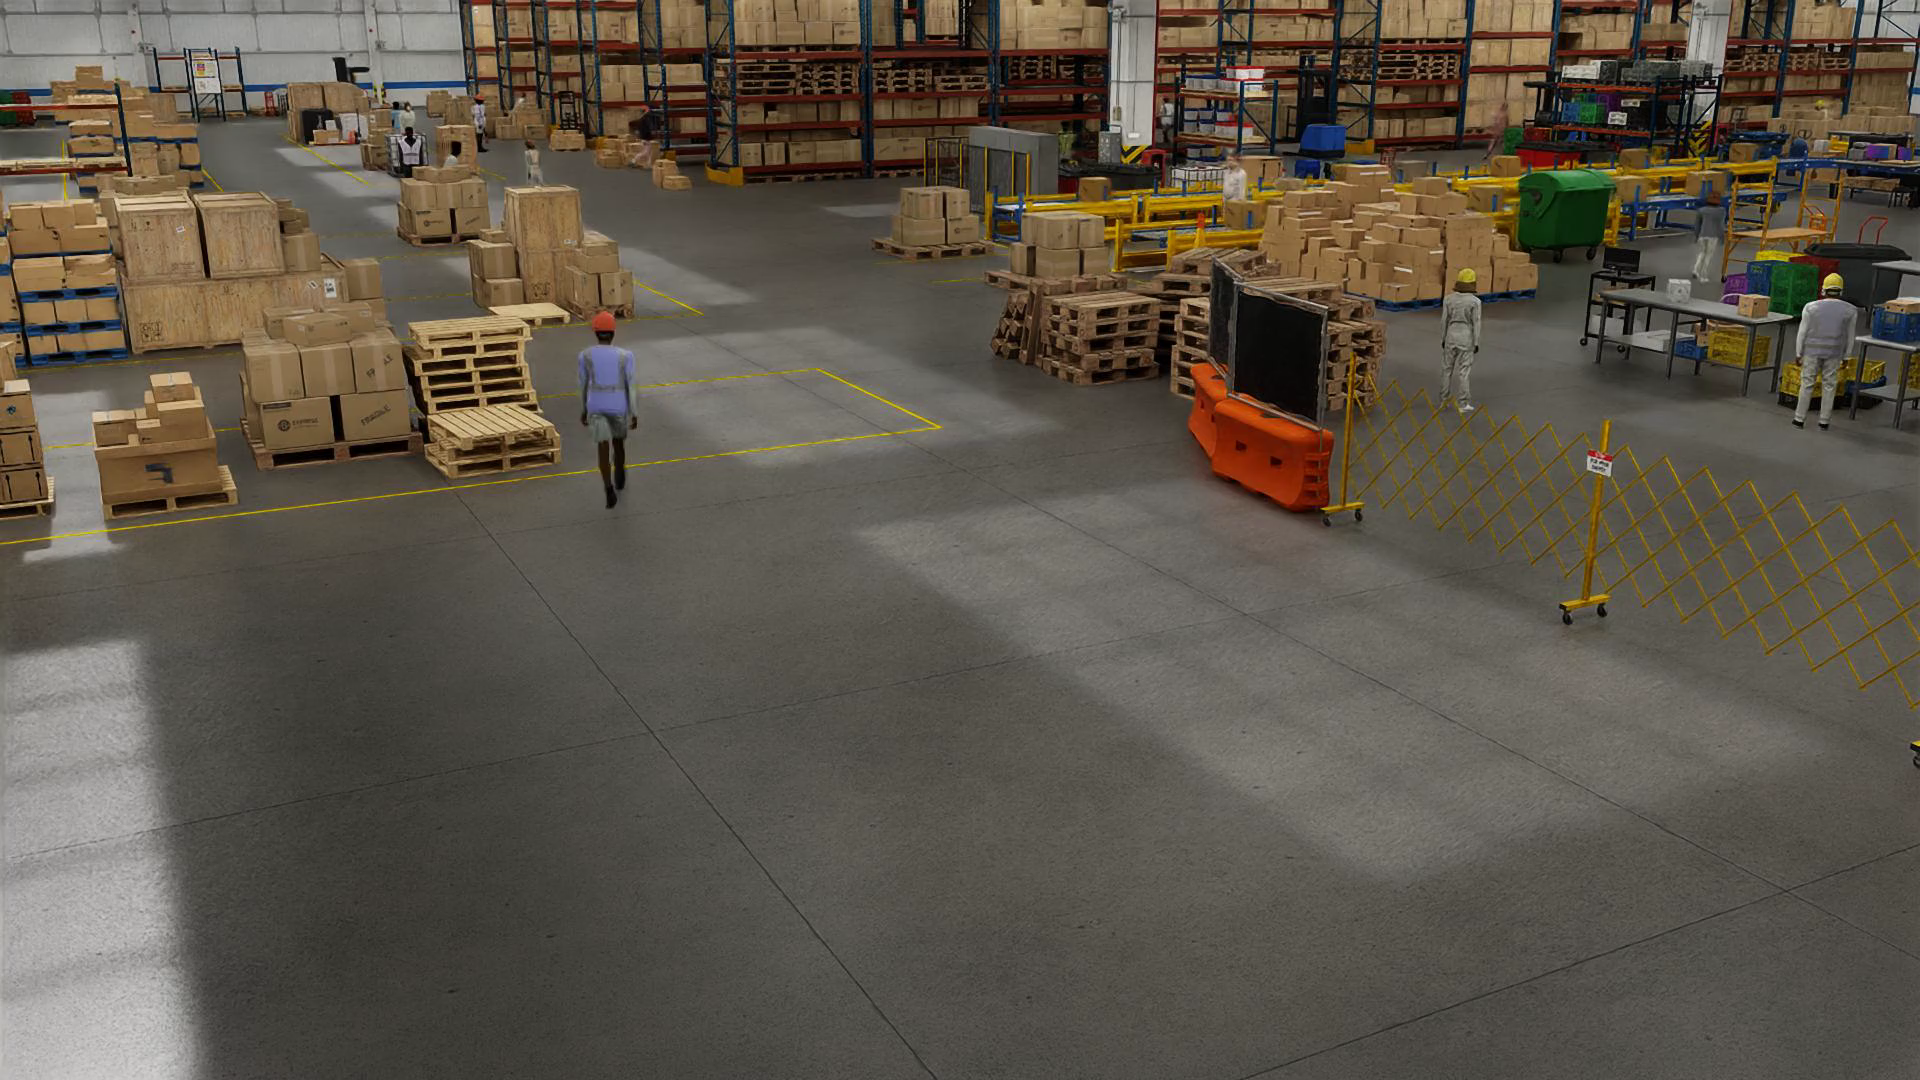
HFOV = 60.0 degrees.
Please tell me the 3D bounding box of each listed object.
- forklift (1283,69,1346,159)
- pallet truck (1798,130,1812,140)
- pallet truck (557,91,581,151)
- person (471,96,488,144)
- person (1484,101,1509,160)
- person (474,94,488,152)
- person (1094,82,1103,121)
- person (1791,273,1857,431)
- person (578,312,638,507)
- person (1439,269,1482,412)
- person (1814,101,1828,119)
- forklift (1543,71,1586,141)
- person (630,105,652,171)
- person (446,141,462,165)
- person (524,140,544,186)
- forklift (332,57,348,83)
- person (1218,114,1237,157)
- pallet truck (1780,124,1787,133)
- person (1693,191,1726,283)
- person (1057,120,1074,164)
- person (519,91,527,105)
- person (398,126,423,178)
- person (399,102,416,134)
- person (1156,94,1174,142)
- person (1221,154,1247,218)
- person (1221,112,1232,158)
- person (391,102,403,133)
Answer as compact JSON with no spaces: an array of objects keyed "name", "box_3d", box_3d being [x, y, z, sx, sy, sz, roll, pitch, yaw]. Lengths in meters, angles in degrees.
[{"name":"forklift","box_3d":[11.615,-13.871,54.079,1.129,2.768,1.873,-9,20,-27]},{"name":"pallet truck","box_3d":[25.526,-11.556,49.408,1.630,1.274,0.653,-9,20,-26]},{"name":"pallet truck","box_3d":[-13.495,-14.412,57.188,0.823,1.965,1.885,-3,18,-9]},{"name":"person","box_3d":[-17.371,-15.187,60.130,0.525,1.670,0.805,-12,21,-32]},{"name":"person","box_3d":[17.387,-13.136,53.434,0.985,1.867,0.636,-6,19,-17]},{"name":"person","box_3d":[-16.286,-14.161,56.529,0.391,1.929,0.551,-1,18,-2]},{"name":"person","box_3d":[5.979,-18.999,71.757,0.559,1.829,0.591,-6,19,-17]},{"name":"person","box_3d":[10.043,-2.184,19.352,0.595,1.824,0.404,6,19,18]},{"name":"person","box_3d":[-3.512,-1.332,16.595,0.561,1.884,0.980,-3,18,-10]},{"name":"person","box_3d":[6.095,-2.430,20.244,0.493,1.743,0.295,13,22,35]},{"name":"person","box_3d":[28.552,-13.712,55.388,0.609,1.764,0.939,-8,19,-24]},{"name":"forklift","box_3d":[18.685,-13.231,52.085,1.873,2.768,1.129,-9,20,-26]},{"name":"person","box_3d":[-9.504,-12.029,49.834,0.745,1.949,0.639,-1,18,-3]},{"name":"person","box_3d":[-11.371,-7.942,37.134,0.897,1.929,0.636,-9,20,-27]},{"name":"person","box_3d":[-10.606,-9.147,41.433,0.879,1.586,0.524,13,22,34]},{"name":"forklift","box_3d":[-24.780,-17.944,66.775,1.873,2.768,1.129,-9,20,-26]},{"name":"person","box_3d":[7.175,-10.430,44.759,0.964,2.001,0.634,-5,19,-16]},{"name":"pallet truck","box_3d":[25.206,-12.542,52.601,1.601,1.201,0.680,0,18,-2]},{"name":"person","box_3d":[13.427,-5.419,29.757,0.347,1.622,0.507,-12,21,-33]},{"name":"person","box_3d":[2.966,-11.072,47.290,0.539,1.683,0.369,12,21,34]},{"name":"person","box_3d":[-16.895,-16.657,64.819,0.835,1.593,0.536,-12,21,-32]},{"name":"person","box_3d":[-13.686,-9.346,41.522,0.593,1.920,0.391,-9,20,-26]},{"name":"person","box_3d":[-17.302,-12.796,52.309,0.994,1.892,0.656,12,21,33]},{"name":"person","box_3d":[6.990,-14.351,57.155,0.547,1.907,0.842,-12,22,-34]},{"name":"person","box_3d":[5.641,-6.998,34.240,0.619,1.892,0.660,-7,19,-21]},{"name":"person","box_3d":[8.034,-11.924,49.831,0.528,1.750,0.524,6,19,19]},{"name":"person","box_3d":[-19.024,-13.976,56.311,0.315,1.696,0.541,11,21,32]}]
